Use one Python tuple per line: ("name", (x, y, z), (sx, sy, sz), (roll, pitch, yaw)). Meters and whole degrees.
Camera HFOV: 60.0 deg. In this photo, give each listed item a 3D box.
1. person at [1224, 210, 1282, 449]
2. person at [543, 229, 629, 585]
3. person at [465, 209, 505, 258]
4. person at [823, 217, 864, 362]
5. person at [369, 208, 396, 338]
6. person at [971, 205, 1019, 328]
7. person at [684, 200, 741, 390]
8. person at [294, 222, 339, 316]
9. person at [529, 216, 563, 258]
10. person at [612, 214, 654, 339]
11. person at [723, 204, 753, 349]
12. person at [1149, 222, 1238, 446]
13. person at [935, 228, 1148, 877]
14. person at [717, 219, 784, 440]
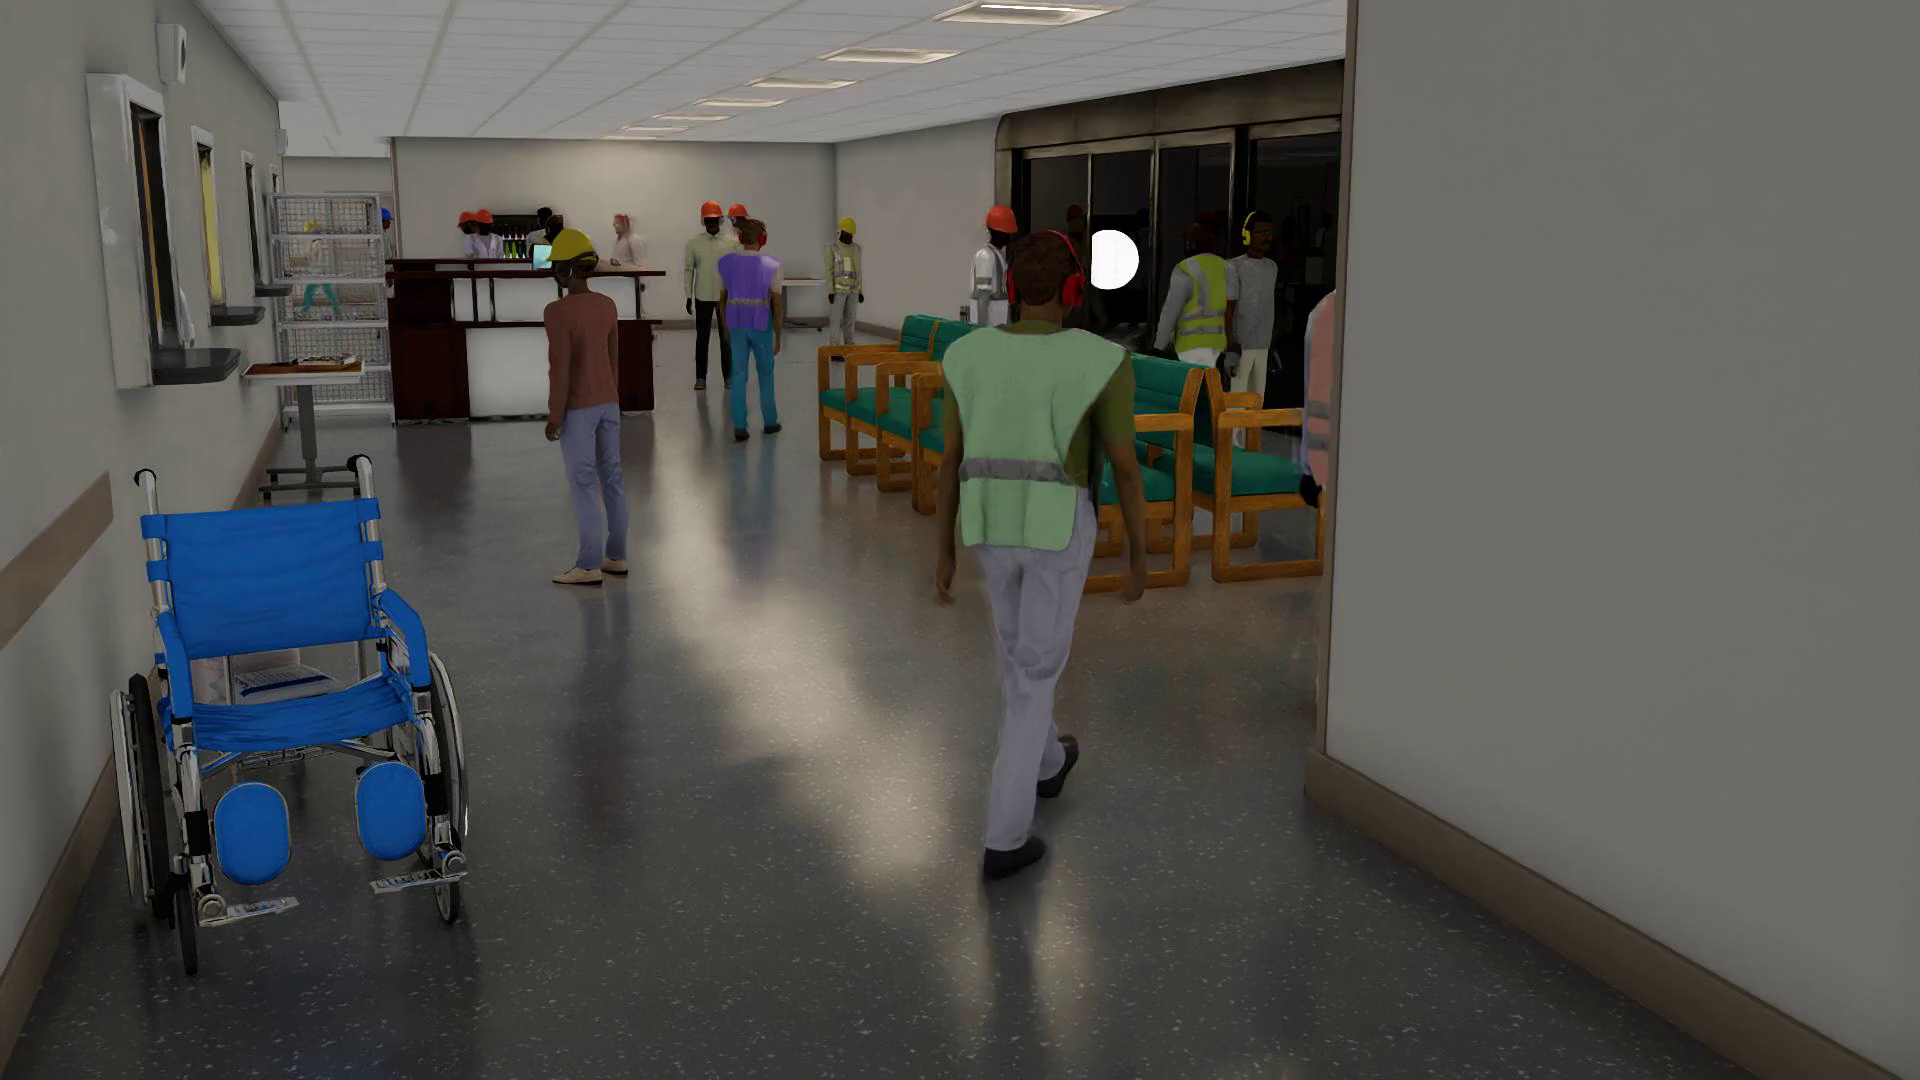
("person", (2.007, -1.304, 11.377), (0.515, 1.873, 0.329), (-9, 14, -40))
("person", (-1.893, -0.657, 8.321), (0.328, 1.769, 0.526), (5, 12, 25))
("person", (-6.595, -3.634, 23.189), (0.546, 1.929, 0.391), (-8, 13, -34))
("person", (-1.451, -3.179, 21.123), (0.588, 1.821, 0.404), (-10, 15, -43))
("person", (-8.630, -3.986, 24.934), (0.388, 1.947, 0.615), (-7, 13, -33))
("person", (0.298, -1.780, 13.698), (0.404, 1.913, 0.650), (2, 11, 9))
("person", (-2.605, -2.583, 17.613), (0.622, 1.992, 0.395), (-2, 11, -10))
("person", (-11.311, -4.680, 29.062), (0.892, 1.714, 0.549), (-10, 15, -42))
("person", (-4.998, -3.080, 20.591), (0.430, 1.838, 0.625), (10, 15, 40))
("person", (-4.932, -3.822, 24.332), (1.008, 1.853, 0.642), (-7, 13, -31))
("person", (-3.059, -3.614, 22.901), (0.384, 1.996, 0.610), (4, 12, 21))
("person", (1.769, -1.440, 12.298), (0.940, 1.796, 0.631), (10, 15, 41))
("person", (0.251, 0.004, 4.865), (0.587, 1.787, 0.978), (5, 12, 25))
("person", (-1.719, -1.744, 13.787), (0.570, 1.813, 0.847), (1, 11, 4))
